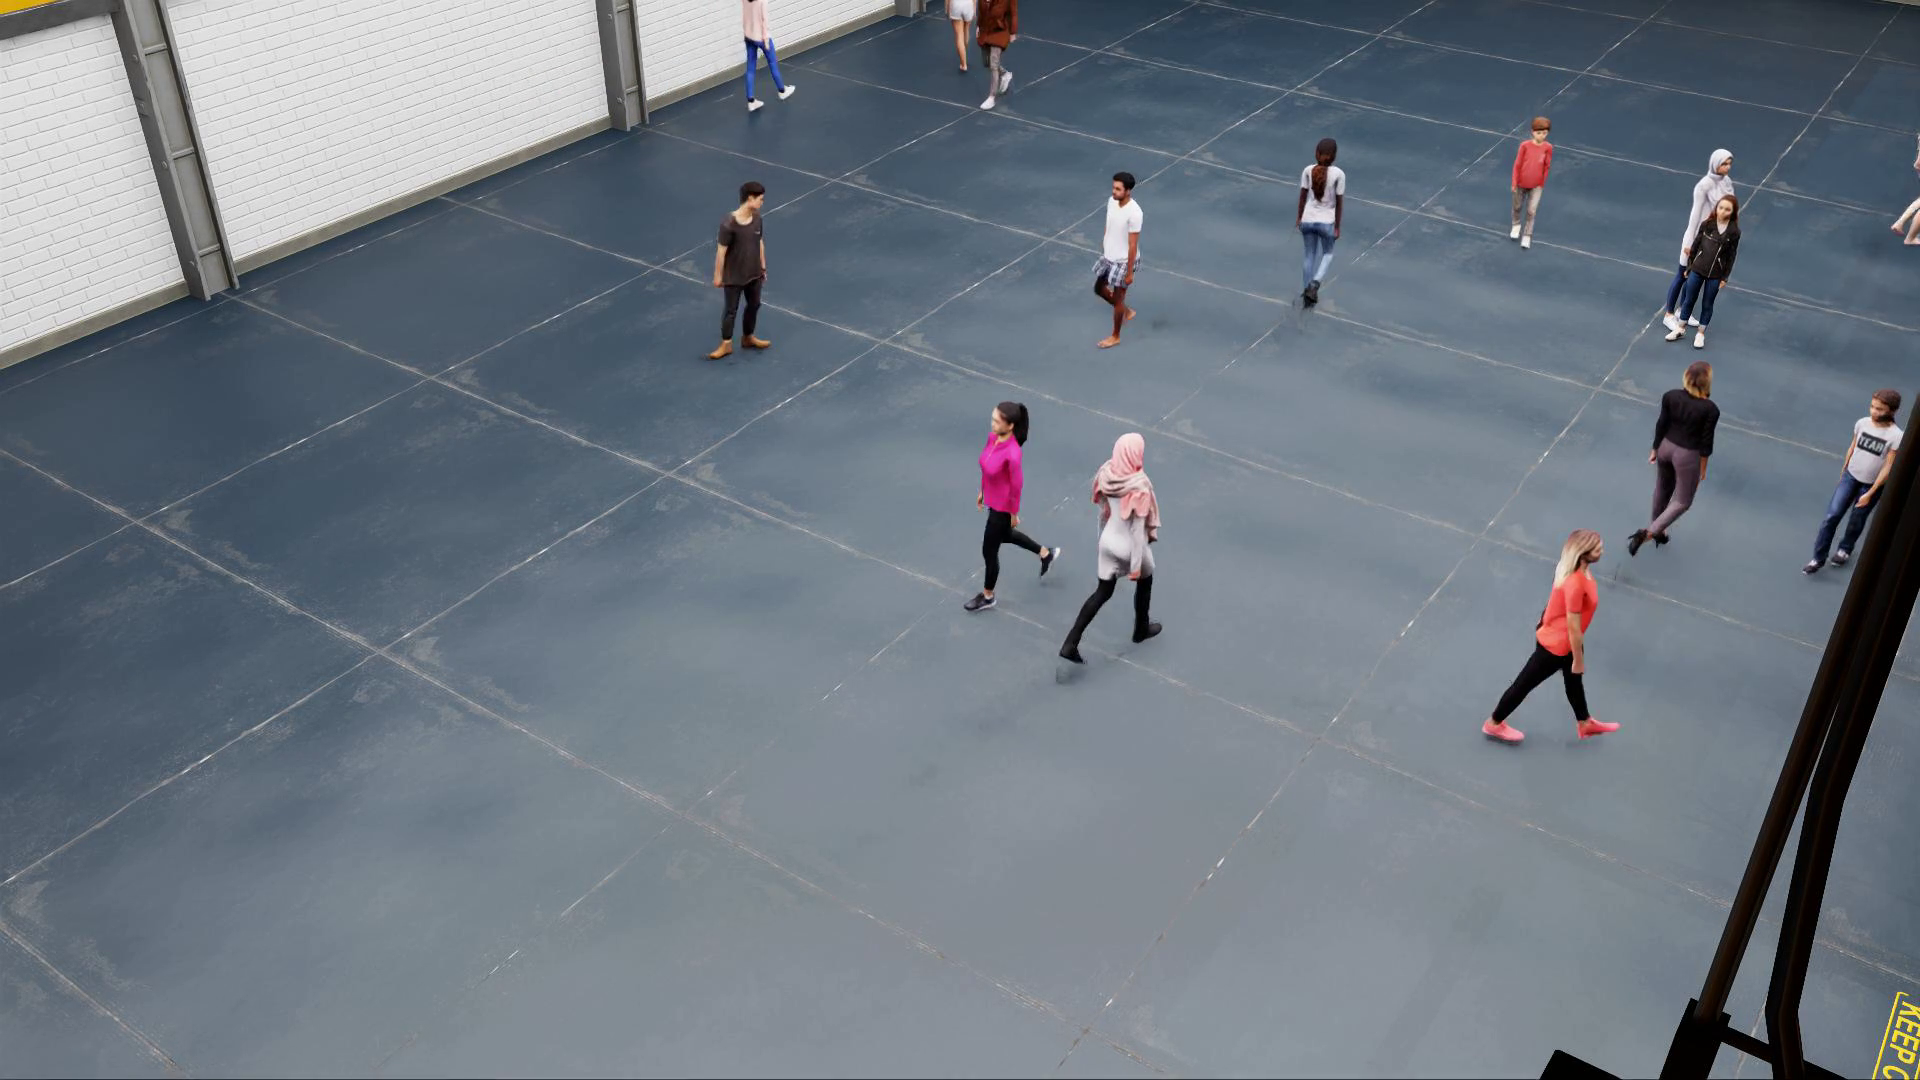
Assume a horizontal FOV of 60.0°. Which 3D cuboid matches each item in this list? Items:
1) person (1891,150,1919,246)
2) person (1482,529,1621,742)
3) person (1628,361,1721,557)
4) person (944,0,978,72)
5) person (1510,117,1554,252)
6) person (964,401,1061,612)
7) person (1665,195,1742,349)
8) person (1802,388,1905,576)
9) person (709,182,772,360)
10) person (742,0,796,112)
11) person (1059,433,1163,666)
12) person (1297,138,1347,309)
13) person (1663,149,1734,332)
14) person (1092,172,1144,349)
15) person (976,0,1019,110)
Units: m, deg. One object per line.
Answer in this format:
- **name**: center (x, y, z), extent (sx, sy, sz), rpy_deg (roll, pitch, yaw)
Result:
- **person**: center (10.199, -3.868, 17.516), extent (0.789, 1.638, 0.725), rpy_deg (-5, 34, -7)
- **person**: center (3.744, 0.648, 10.713), extent (0.896, 1.647, 1.095), rpy_deg (9, 35, 14)
- **person**: center (5.375, -0.553, 12.517), extent (0.978, 1.651, 0.748), rpy_deg (-26, 41, -33)
- **person**: center (0.034, -7.135, 22.502), extent (1.026, 1.560, 1.064), rpy_deg (-7, 34, -11)
- **person**: center (6.031, -3.815, 17.671), extent (0.713, 1.376, 0.999), rpy_deg (10, 35, 14)
- **person**: center (0.382, -0.271, 12.071), extent (1.111, 1.675, 0.953), rpy_deg (-12, 36, -18)
- **person**: center (7.049, -2.548, 15.670), extent (0.550, 1.483, 0.499), rpy_deg (22, 39, 29)
- **person**: center (6.828, -0.469, 12.493), extent (0.893, 1.536, 0.652), rpy_deg (-25, 41, -33)
- **person**: center (-2.091, -2.497, 15.409), extent (0.598, 1.686, 0.918), rpy_deg (-19, 38, -26)
- **person**: center (-2.629, -6.313, 21.104), extent (0.692, 1.737, 1.013), rpy_deg (23, 40, 31)
- **person**: center (1.043, 0.109, 11.416), extent (1.235, 1.767, 0.835), rpy_deg (-26, 41, -33)
- **person**: center (3.484, -3.056, 16.222), extent (0.659, 1.716, 0.719), rpy_deg (16, 37, 22)
- **person**: center (7.074, -2.874, 15.896), extent (0.620, 1.775, 0.747), rpy_deg (-16, 37, -23)
- **person**: center (1.556, -2.657, 15.618), extent (0.856, 1.721, 0.812), rpy_deg (-17, 37, -24)
- **person**: center (0.481, -6.502, 21.319), extent (0.712, 1.815, 1.094), rpy_deg (23, 40, 30)
